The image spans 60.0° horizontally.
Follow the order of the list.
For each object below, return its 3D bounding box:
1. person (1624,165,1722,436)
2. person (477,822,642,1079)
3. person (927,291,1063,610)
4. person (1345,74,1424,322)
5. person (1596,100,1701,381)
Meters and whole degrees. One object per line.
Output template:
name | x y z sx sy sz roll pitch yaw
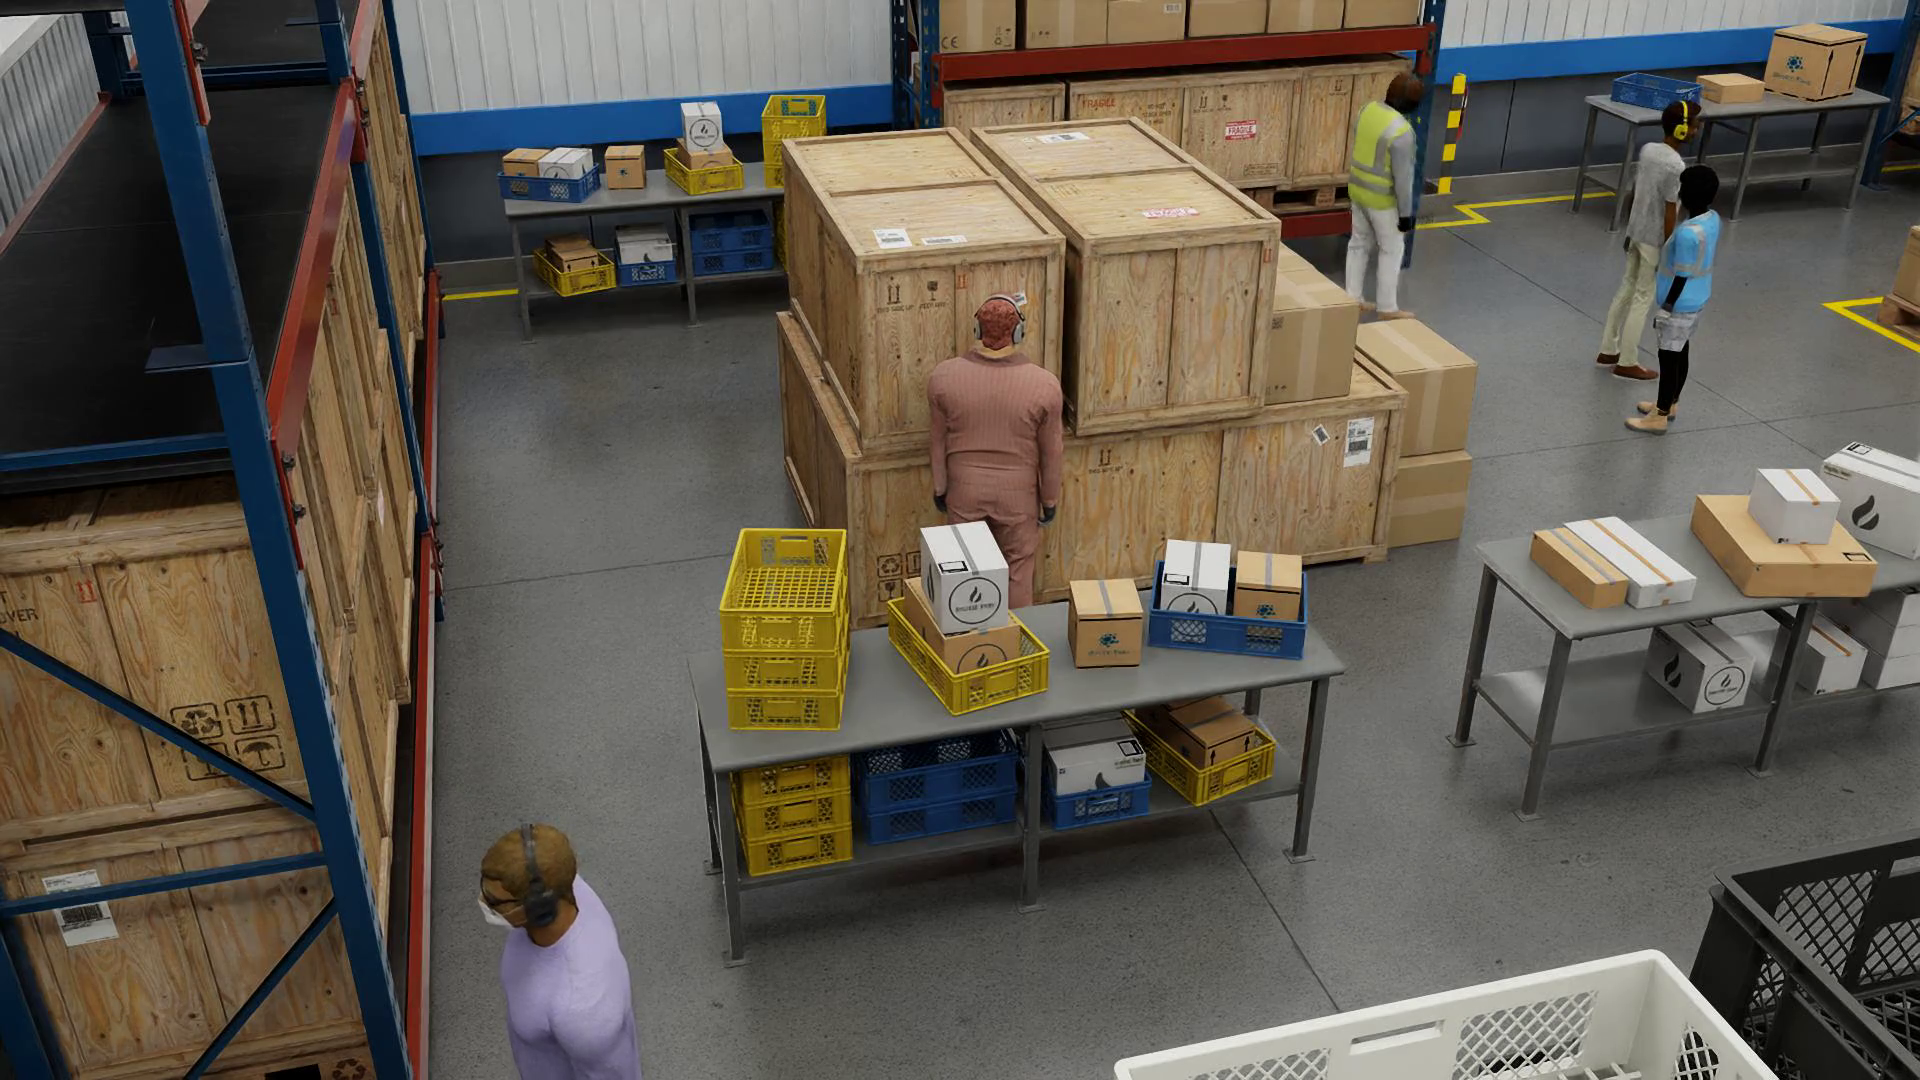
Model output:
person | 4.456 -1.480 10.311 0.320 1.692 0.531 20 35 32
person | -1.041 1.556 4.548 0.356 1.937 0.637 -11 31 -20
person | 0.171 -0.261 7.894 0.636 1.900 0.402 5 29 8
person | 3.018 -2.444 11.952 0.435 1.816 0.651 -10 31 -18
person | 4.589 -1.986 11.054 0.310 1.863 0.533 -4 29 -7
